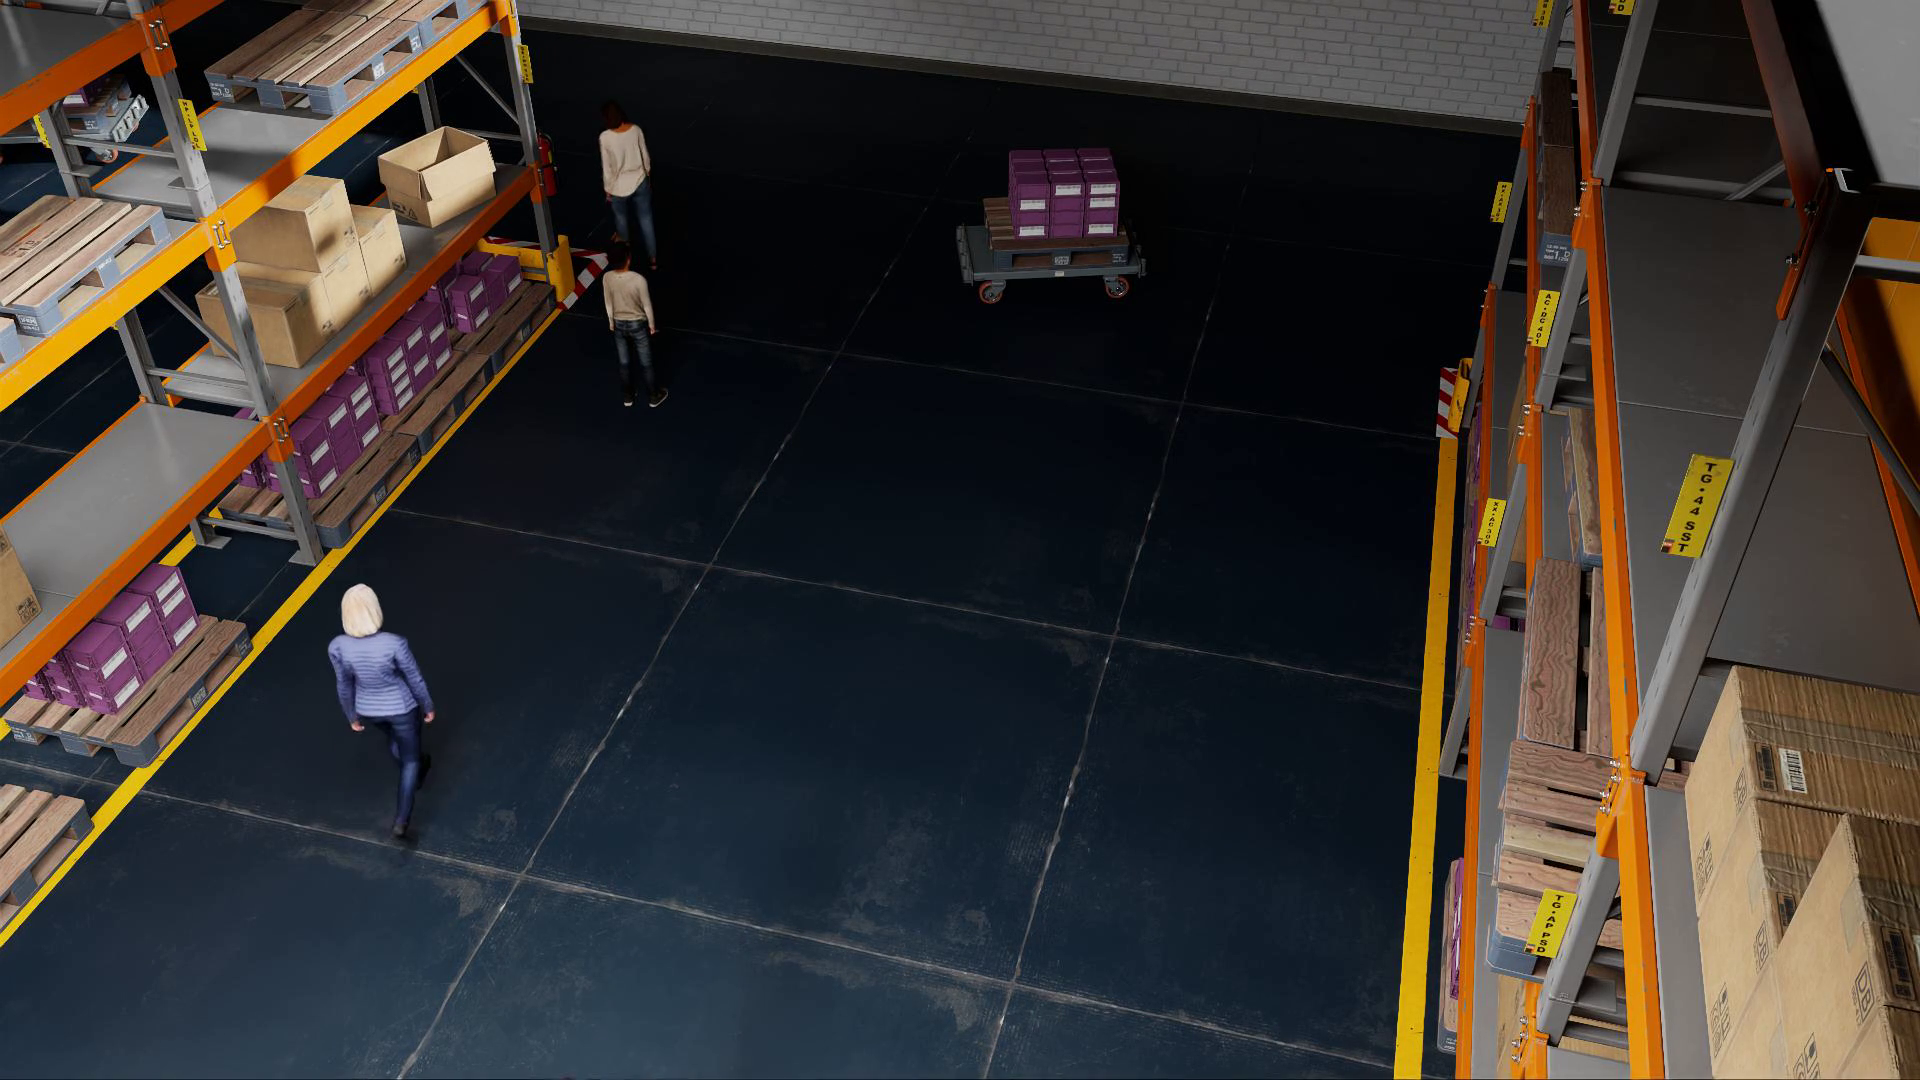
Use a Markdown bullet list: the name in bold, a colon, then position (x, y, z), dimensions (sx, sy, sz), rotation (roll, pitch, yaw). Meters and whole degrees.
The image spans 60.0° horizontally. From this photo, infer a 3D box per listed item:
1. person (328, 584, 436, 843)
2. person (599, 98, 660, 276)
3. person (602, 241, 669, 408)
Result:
- **person**: position (-3.361, 1.030, 9.709), dimensions (0.822, 1.716, 1.144), rotation (2, 39, 2)
- **person**: position (-2.964, -3.151, 15.001), dimensions (1.029, 1.646, 1.091), rotation (-18, 42, -21)
- **person**: position (-2.649, -1.723, 13.357), dimensions (0.562, 1.465, 0.533), rotation (6, 39, 7)
